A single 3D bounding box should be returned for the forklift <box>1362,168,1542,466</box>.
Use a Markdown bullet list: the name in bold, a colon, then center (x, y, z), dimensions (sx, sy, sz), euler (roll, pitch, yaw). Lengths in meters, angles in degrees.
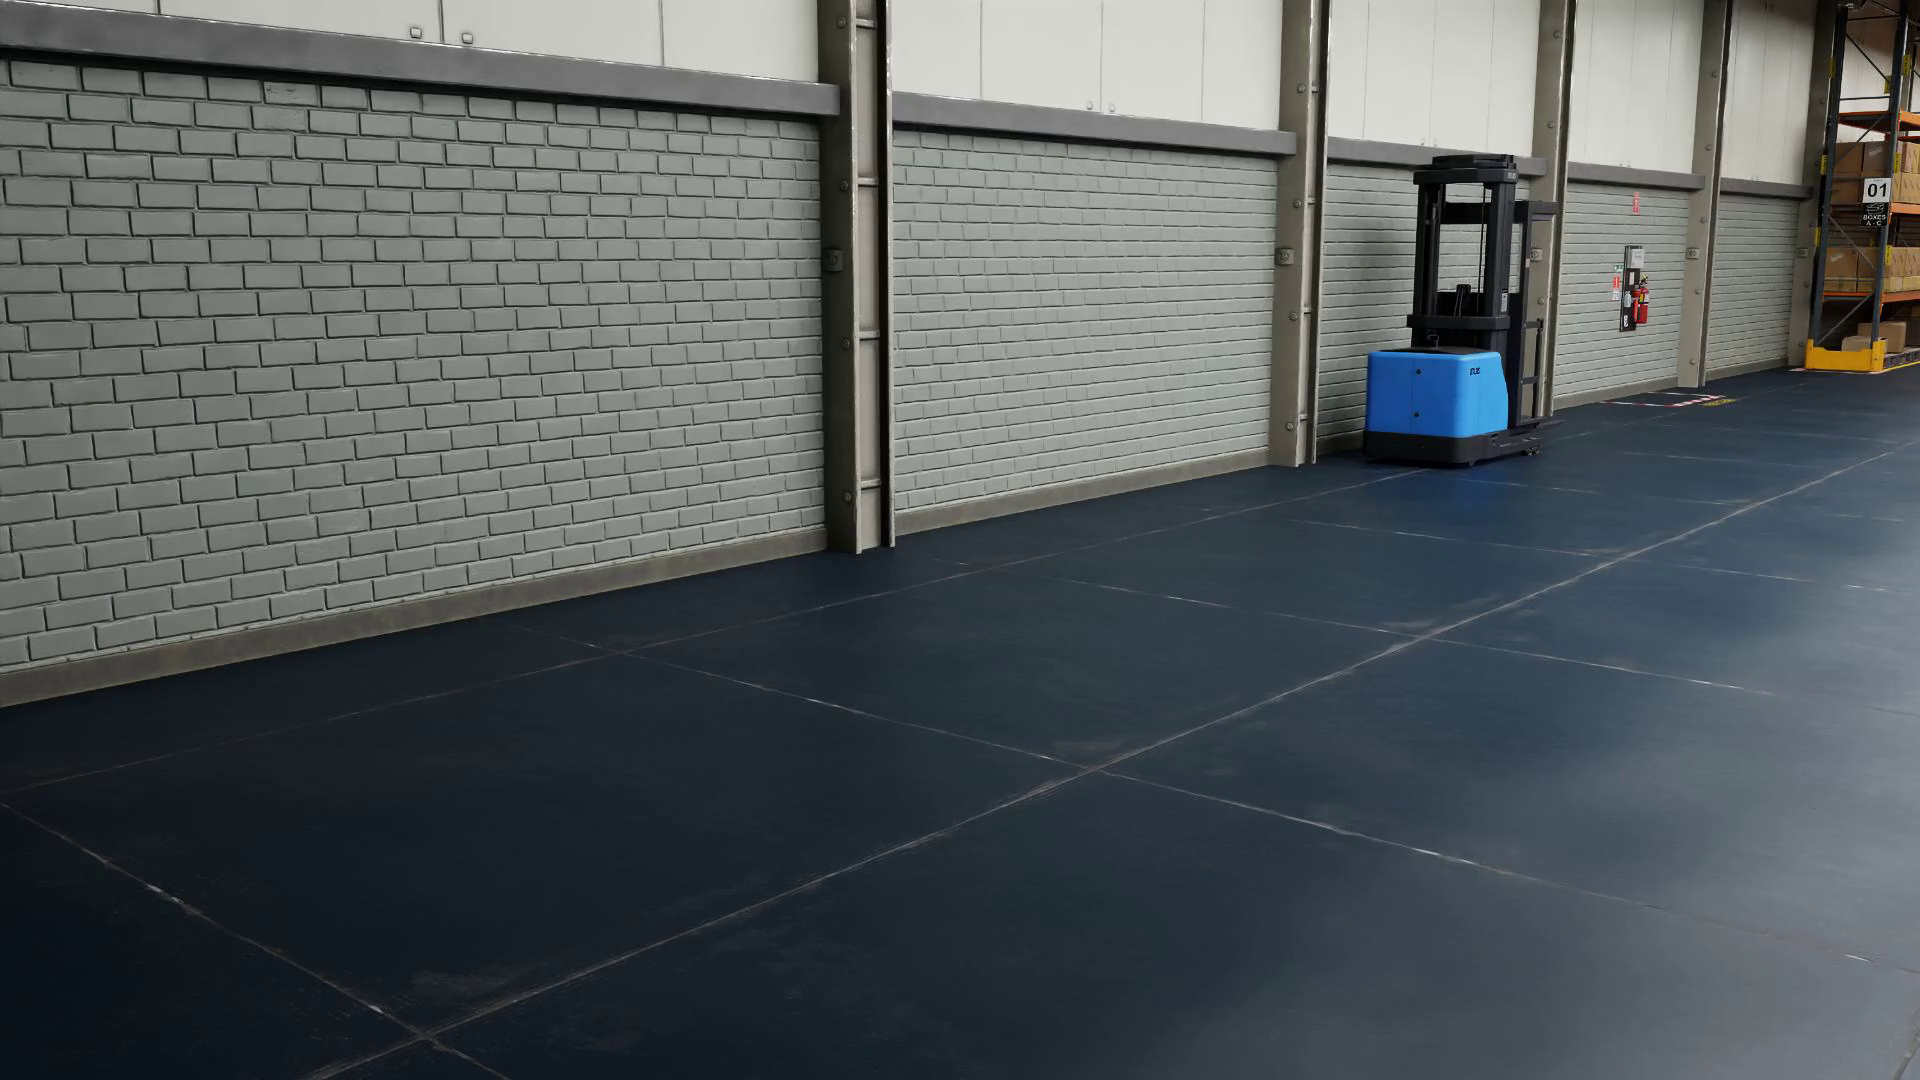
- **forklift**: center (4.875, -2.212, 16.287), dimensions (1.129, 2.768, 1.873), euler (8, 13, 40)
